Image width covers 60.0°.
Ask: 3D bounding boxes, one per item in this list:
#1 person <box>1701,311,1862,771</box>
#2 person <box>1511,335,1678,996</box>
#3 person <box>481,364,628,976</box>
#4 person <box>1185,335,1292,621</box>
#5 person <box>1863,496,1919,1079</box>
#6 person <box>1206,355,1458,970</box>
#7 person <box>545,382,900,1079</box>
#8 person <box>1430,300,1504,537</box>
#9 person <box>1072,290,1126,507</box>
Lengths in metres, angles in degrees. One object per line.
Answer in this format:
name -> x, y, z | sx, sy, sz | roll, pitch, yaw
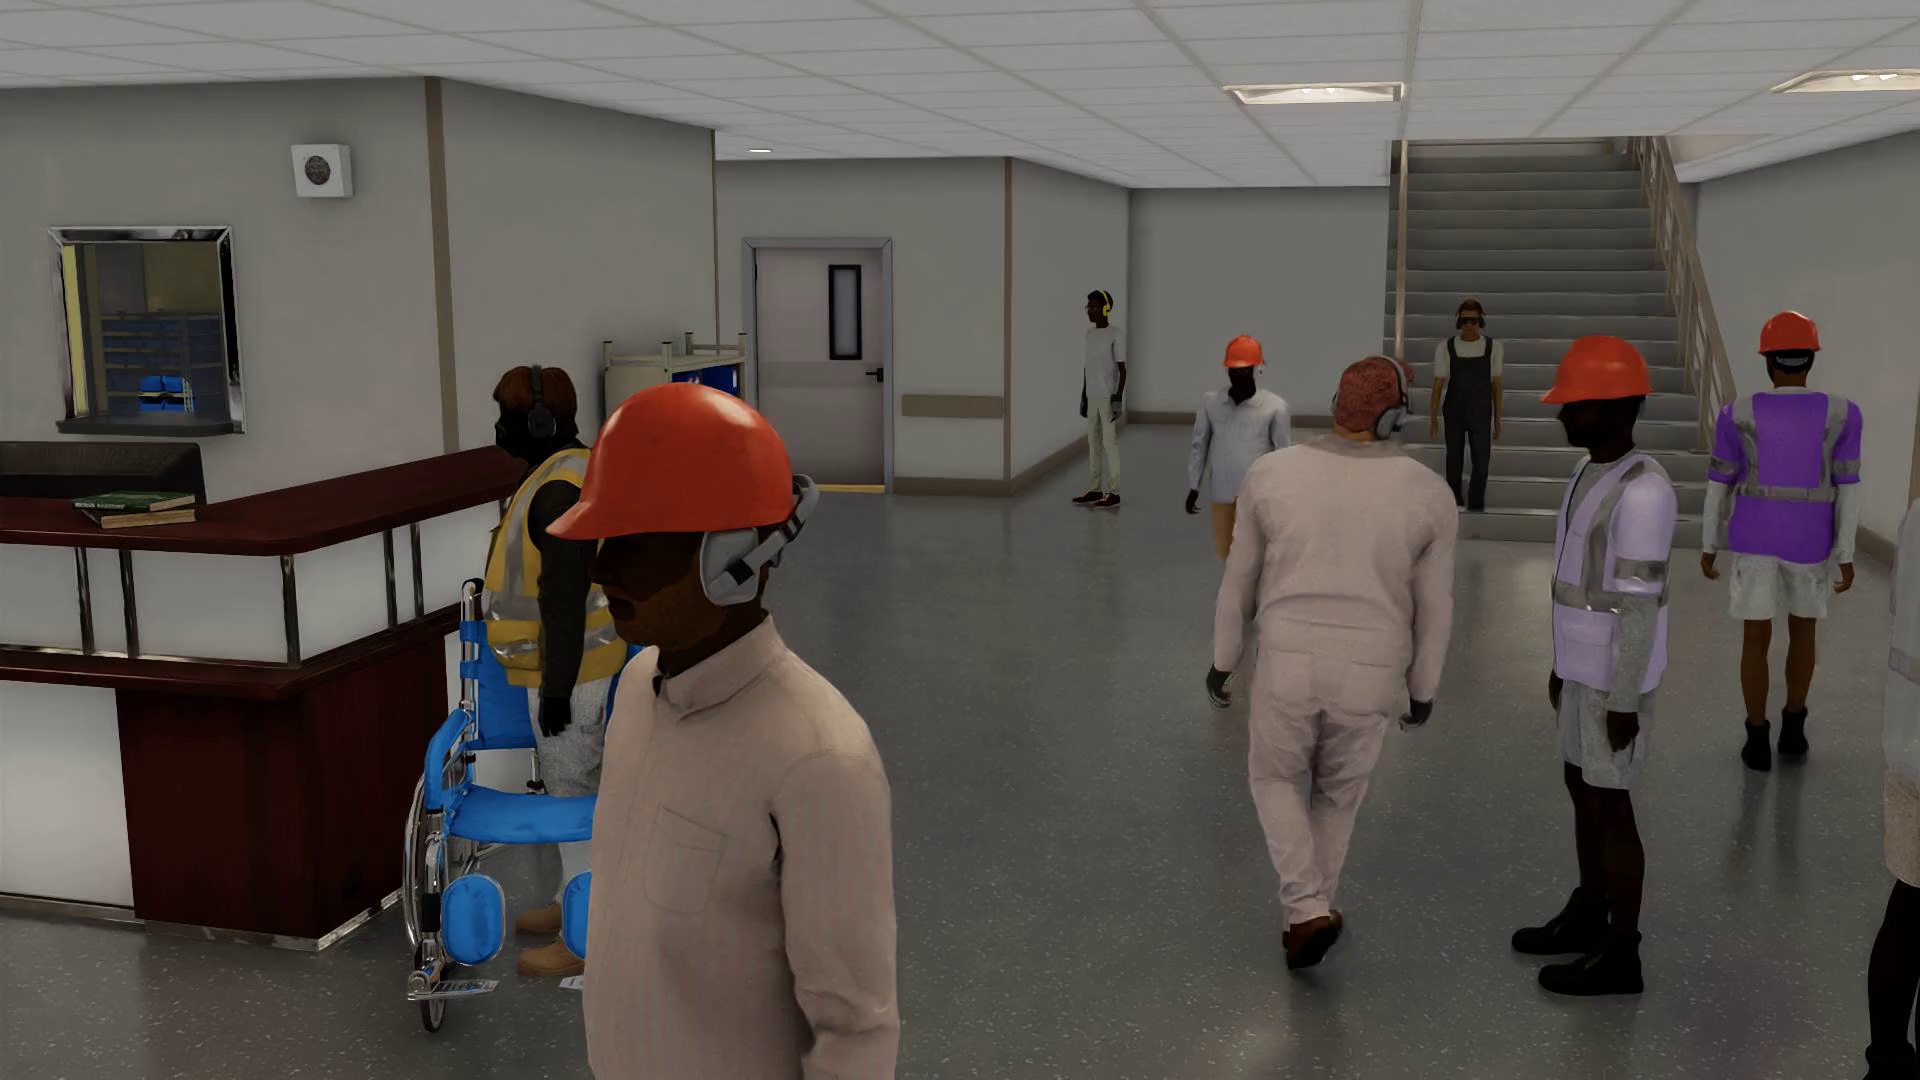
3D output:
person -> 3.467, -0.005, 7.070 | 0.580, 1.922, 0.602 | 4, 10, 23
person -> 1.855, 0.369, 4.878 | 0.384, 1.929, 0.549 | 1, 10, 3
person -> -1.228, 0.385, 5.069 | 0.430, 1.838, 0.625 | -3, 10, -16
person -> 1.624, -0.318, 9.531 | 0.557, 1.724, 0.782 | 7, 12, 34
person -> 2.365, 0.518, 3.883 | 0.367, 1.966, 0.605 | 1, 10, 9
person -> 1.098, 0.385, 4.970 | 0.704, 1.867, 0.622 | 2, 10, 12
person -> -0.318, 0.790, 2.192 | 0.381, 1.994, 0.617 | -7, 12, -37
person -> 3.878, -0.917, 12.739 | 0.535, 1.822, 0.643 | 3, 10, 15
person -> 1.216, -1.220, 14.397 | 0.311, 1.869, 0.532 | -6, 12, -34
